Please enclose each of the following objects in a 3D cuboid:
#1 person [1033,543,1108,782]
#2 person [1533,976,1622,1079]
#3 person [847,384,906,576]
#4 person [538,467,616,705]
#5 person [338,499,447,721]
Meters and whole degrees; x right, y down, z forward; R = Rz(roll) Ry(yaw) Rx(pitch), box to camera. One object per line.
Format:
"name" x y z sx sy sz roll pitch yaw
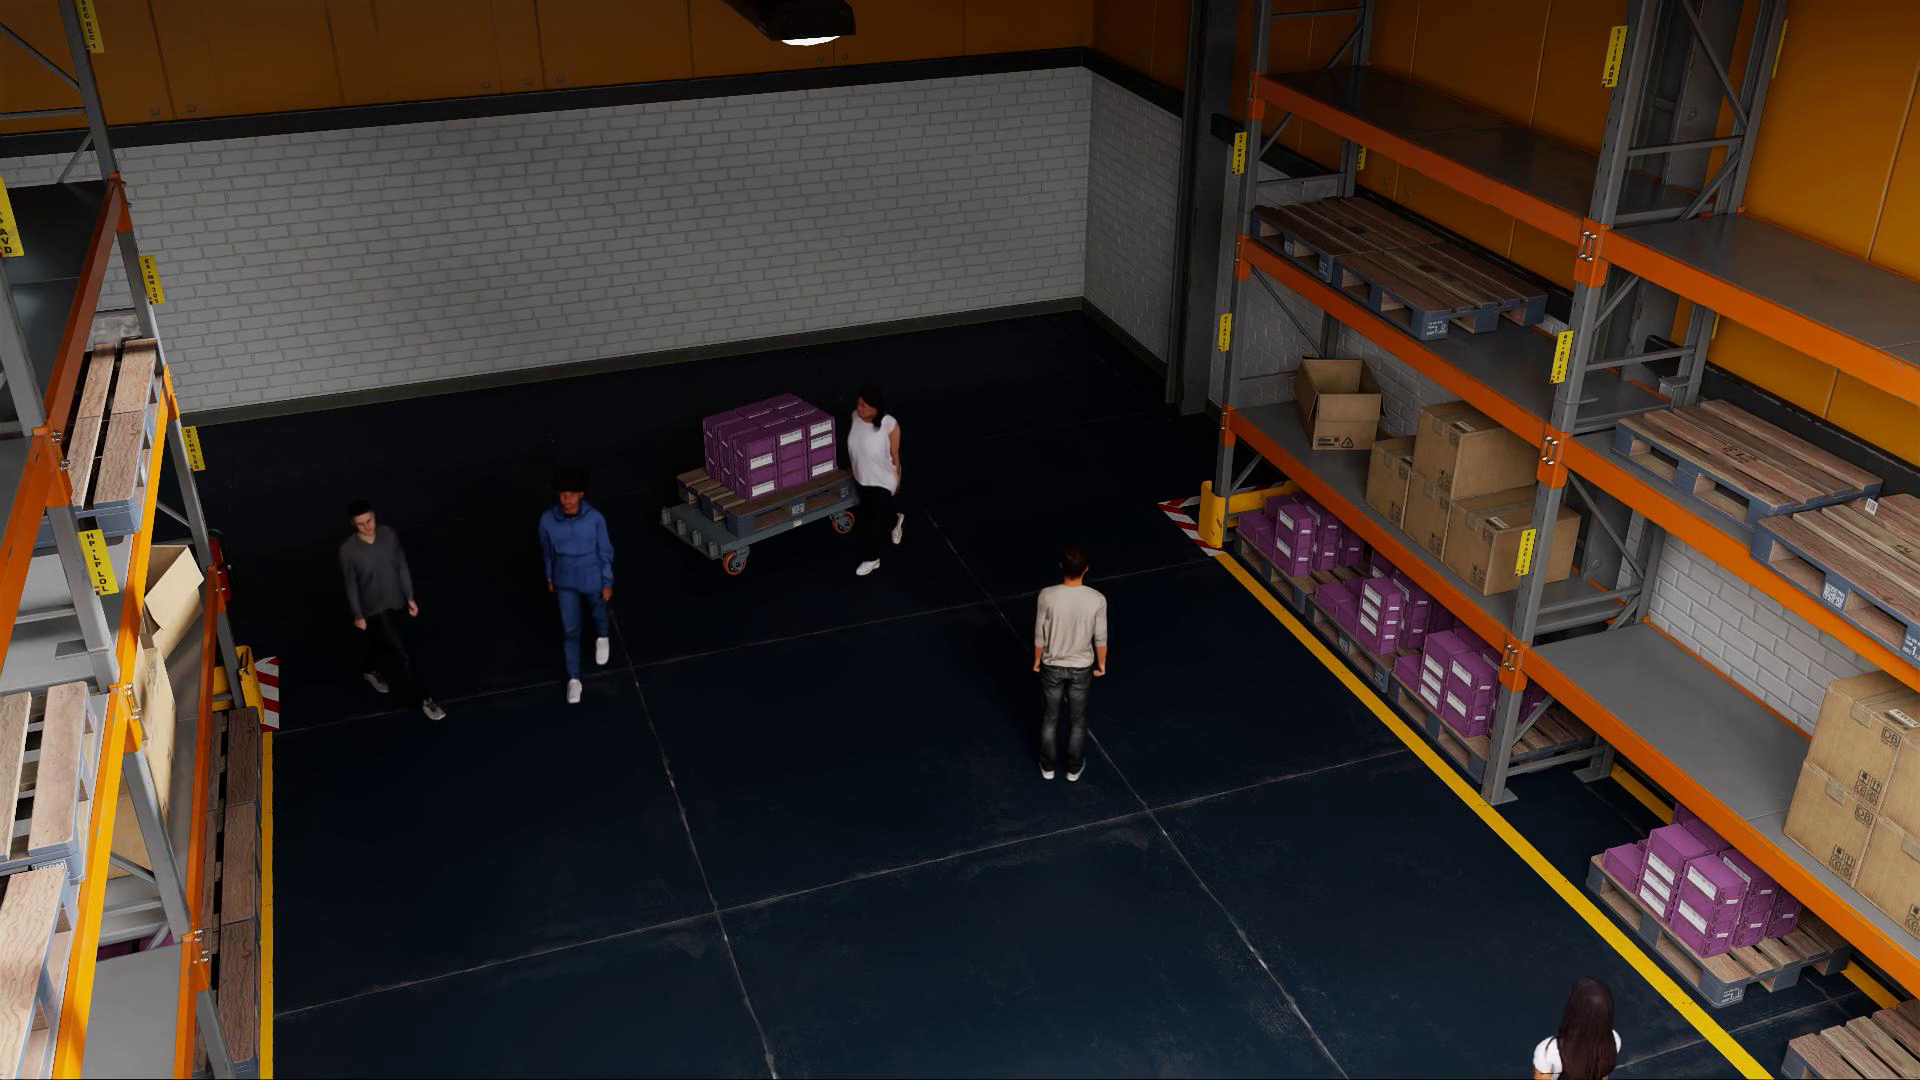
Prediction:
"person" 0.733 0.850 11.308 0.724 1.807 0.692 2 29 3
"person" 2.869 2.802 7.770 0.647 1.767 0.763 -6 29 -11
"person" -0.675 -0.563 14.044 1.034 1.666 0.996 23 36 35
"person" -2.826 0.244 12.459 0.895 1.767 1.228 -3 29 -5
"person" -4.250 0.454 12.126 1.218 1.717 1.064 18 33 29
